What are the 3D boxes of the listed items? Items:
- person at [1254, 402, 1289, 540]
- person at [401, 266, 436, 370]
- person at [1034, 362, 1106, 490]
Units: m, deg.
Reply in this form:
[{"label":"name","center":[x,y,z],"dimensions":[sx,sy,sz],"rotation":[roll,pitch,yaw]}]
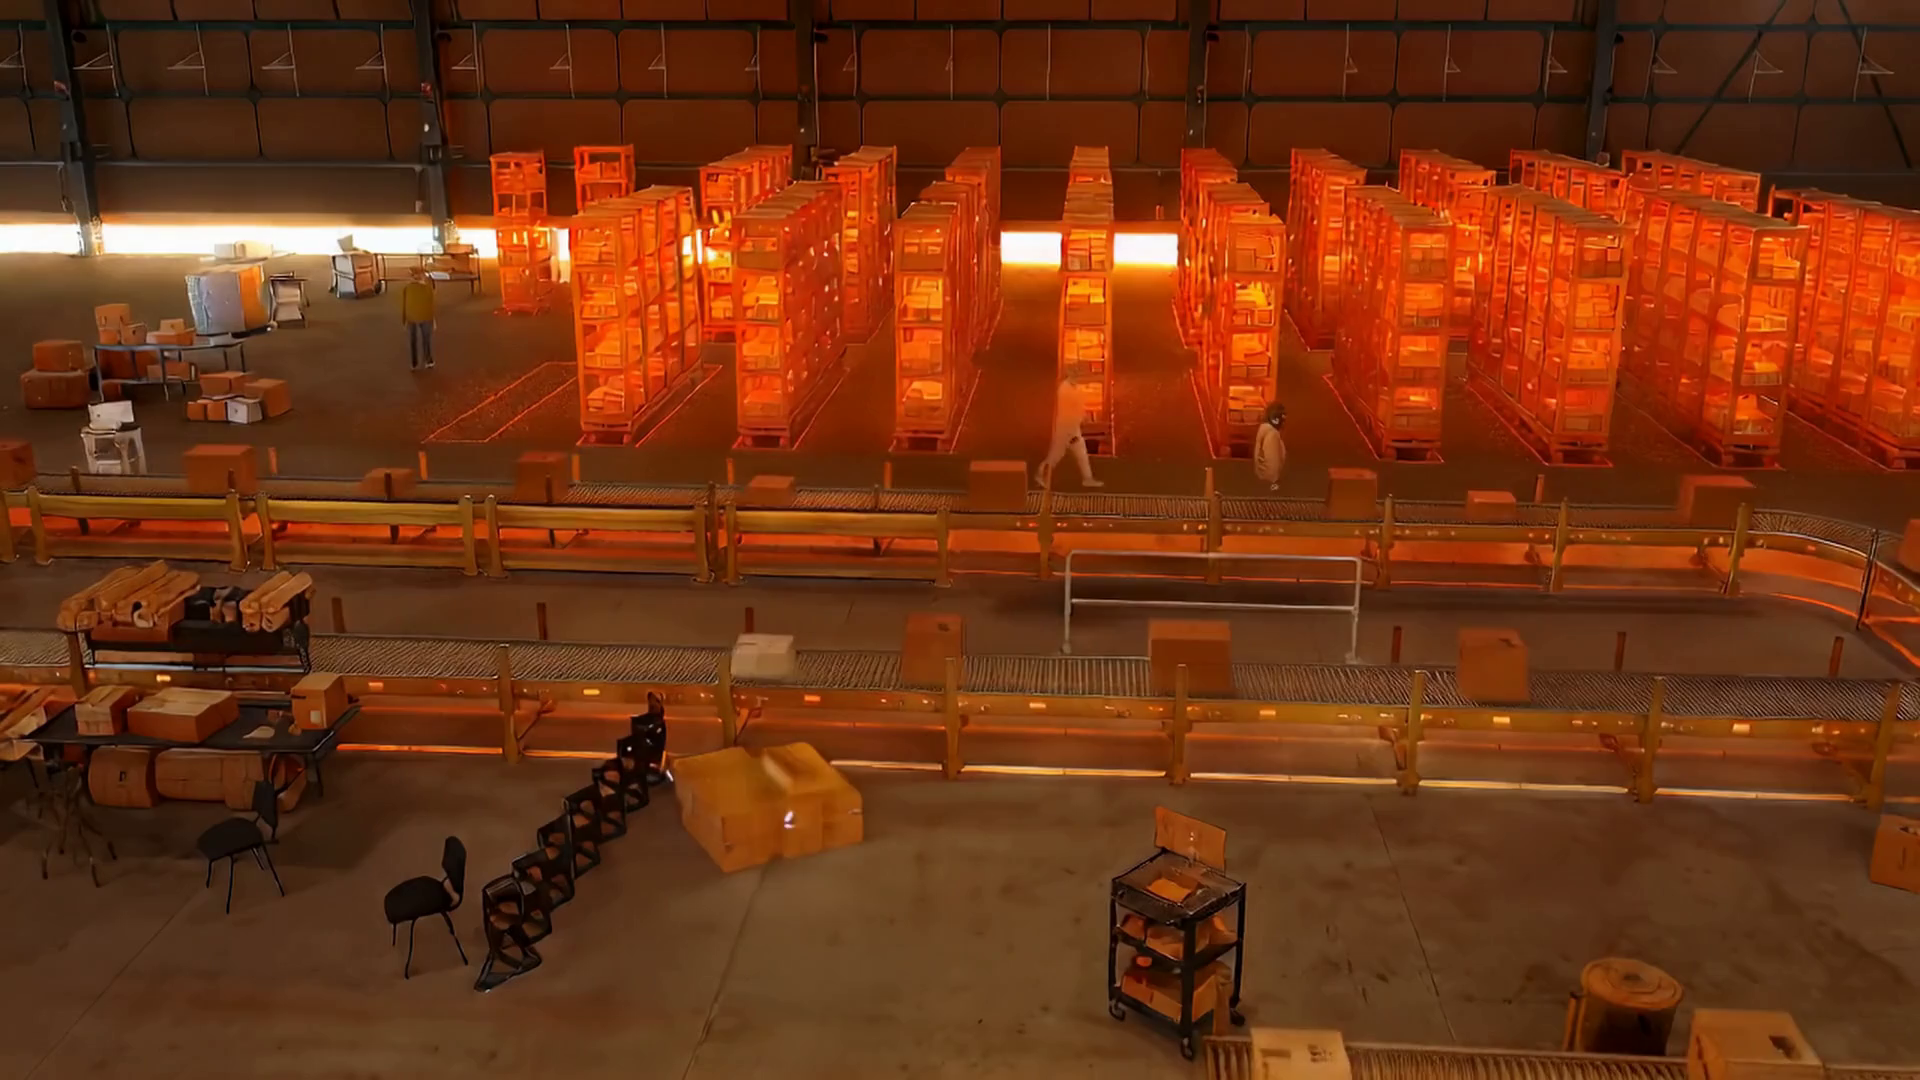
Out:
[{"label":"person","center":[4.001,-0.889,21.406],"dimensions":[0.423,1.813,0.611],"rotation":[0,17,0]},{"label":"person","center":[-10.318,-4.231,31.753],"dimensions":[0.624,1.983,0.418],"rotation":[-4,18,-11]},{"label":"person","center":[1.542,-1.603,23.622],"dimensions":[1.005,1.859,0.654],"rotation":[4,18,12]}]
